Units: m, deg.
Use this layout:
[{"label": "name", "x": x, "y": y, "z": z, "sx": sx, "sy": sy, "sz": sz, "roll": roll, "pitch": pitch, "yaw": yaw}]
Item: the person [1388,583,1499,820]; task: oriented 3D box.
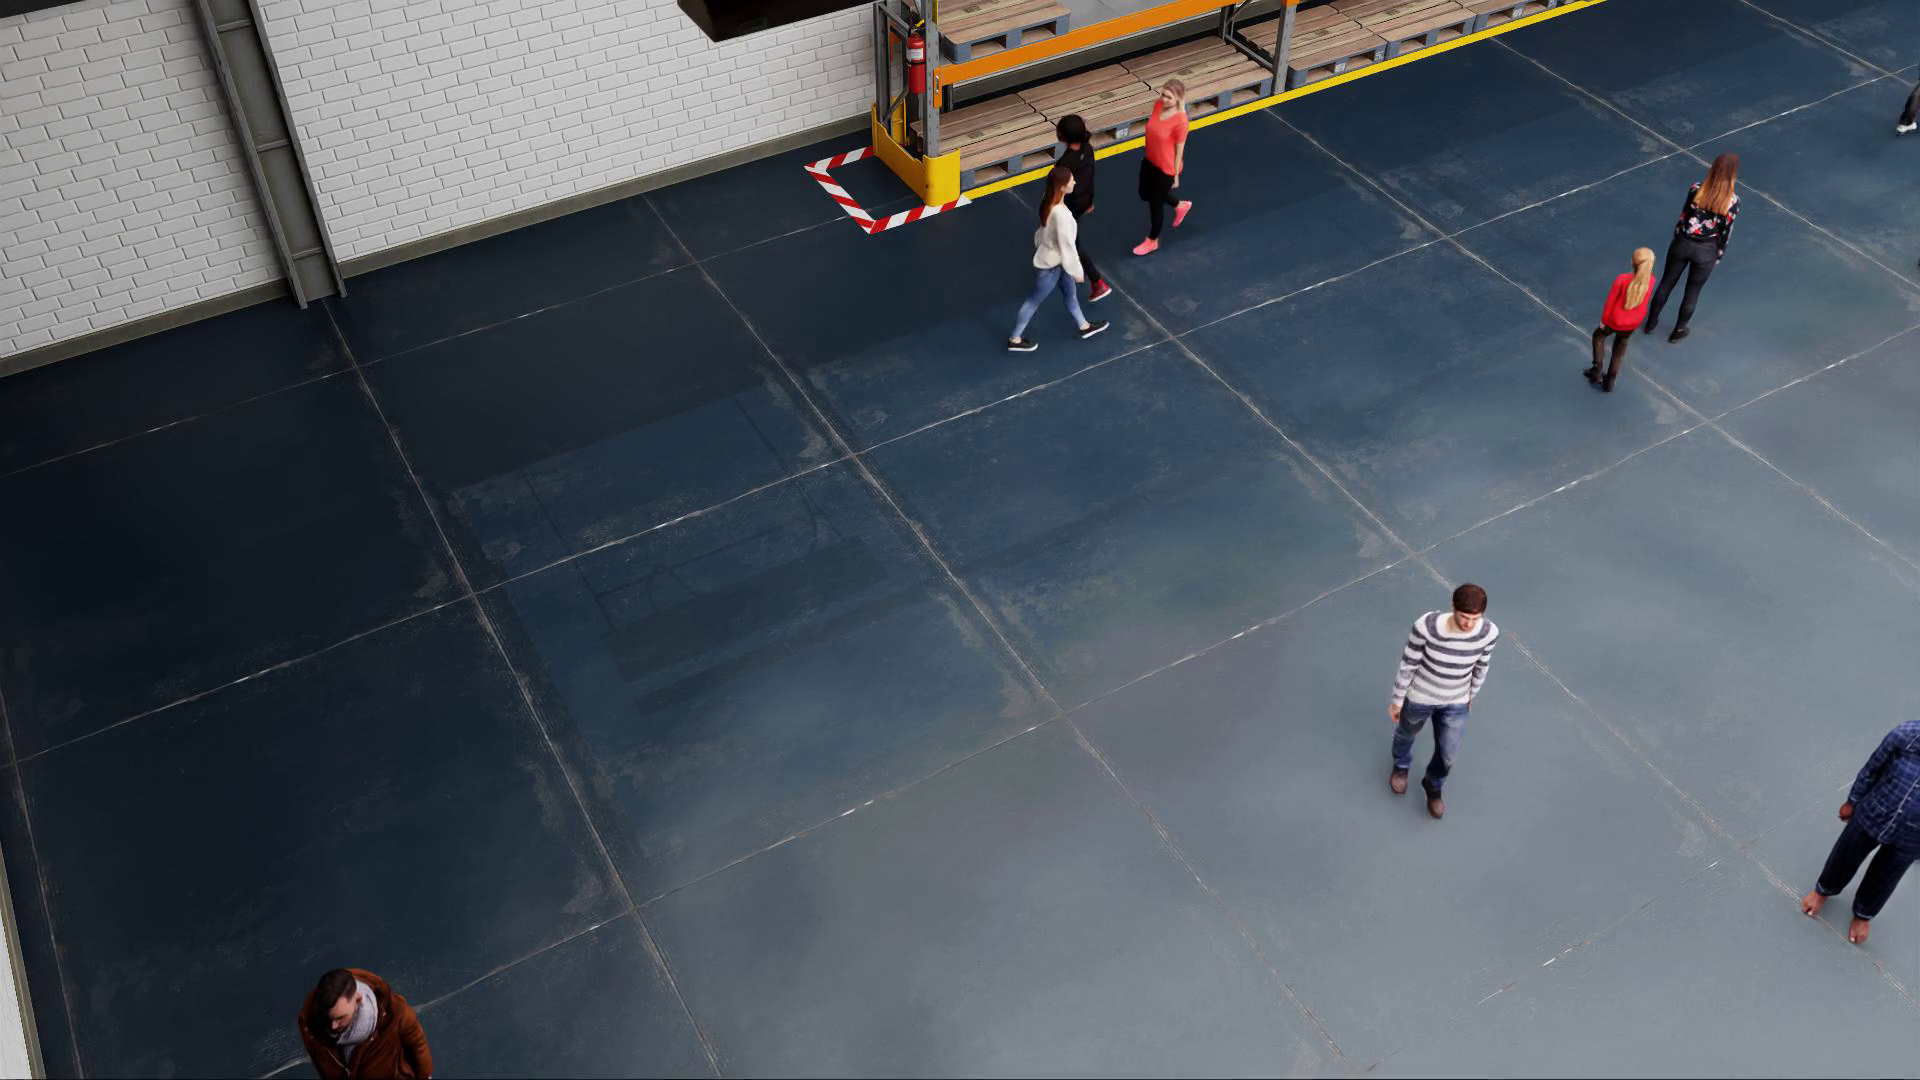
[{"label": "person", "x": 2.813, "y": 0.837, "z": 9.862, "sx": 0.825, "sy": 1.831, "sz": 0.888, "roll": 9, "pitch": 44, "yaw": 9}]

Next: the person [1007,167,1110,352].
[{"label": "person", "x": 0.640, "y": -2.154, "z": 13.138, "sx": 1.171, "sy": 1.643, "sz": 0.938, "roll": -3, "pitch": 44, "yaw": -3}]

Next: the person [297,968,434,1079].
[{"label": "person", "x": -2.813, "y": 2.603, "z": 8.002, "sx": 0.801, "sy": 1.841, "sz": 0.894, "roll": -2, "pitch": 44, "yaw": -2}]

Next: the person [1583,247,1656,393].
[{"label": "person", "x": 5.155, "y": -1.679, "z": 12.908, "sx": 0.563, "sy": 1.273, "sz": 0.647, "roll": -2, "pitch": 44, "yaw": -2}]

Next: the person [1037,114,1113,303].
[{"label": "person", "x": 0.988, "y": -2.708, "z": 13.721, "sx": 0.913, "sy": 1.641, "sz": 1.092, "roll": 30, "pitch": 51, "yaw": 28}]

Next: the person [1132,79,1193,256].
[{"label": "person", "x": 1.809, "y": -3.205, "z": 14.220, "sx": 0.839, "sy": 1.672, "sz": 0.616, "roll": -19, "pitch": 47, "yaw": -19}]

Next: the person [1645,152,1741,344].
[{"label": "person", "x": 5.885, "y": -2.340, "z": 13.304, "sx": 0.638, "sy": 1.684, "sz": 0.631, "roll": 28, "pitch": 50, "yaw": 26}]

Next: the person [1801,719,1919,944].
[{"label": "person", "x": 5.139, "y": 1.538, "z": 9.135, "sx": 0.731, "sy": 1.820, "sz": 0.700, "roll": 32, "pitch": 52, "yaw": 29}]
